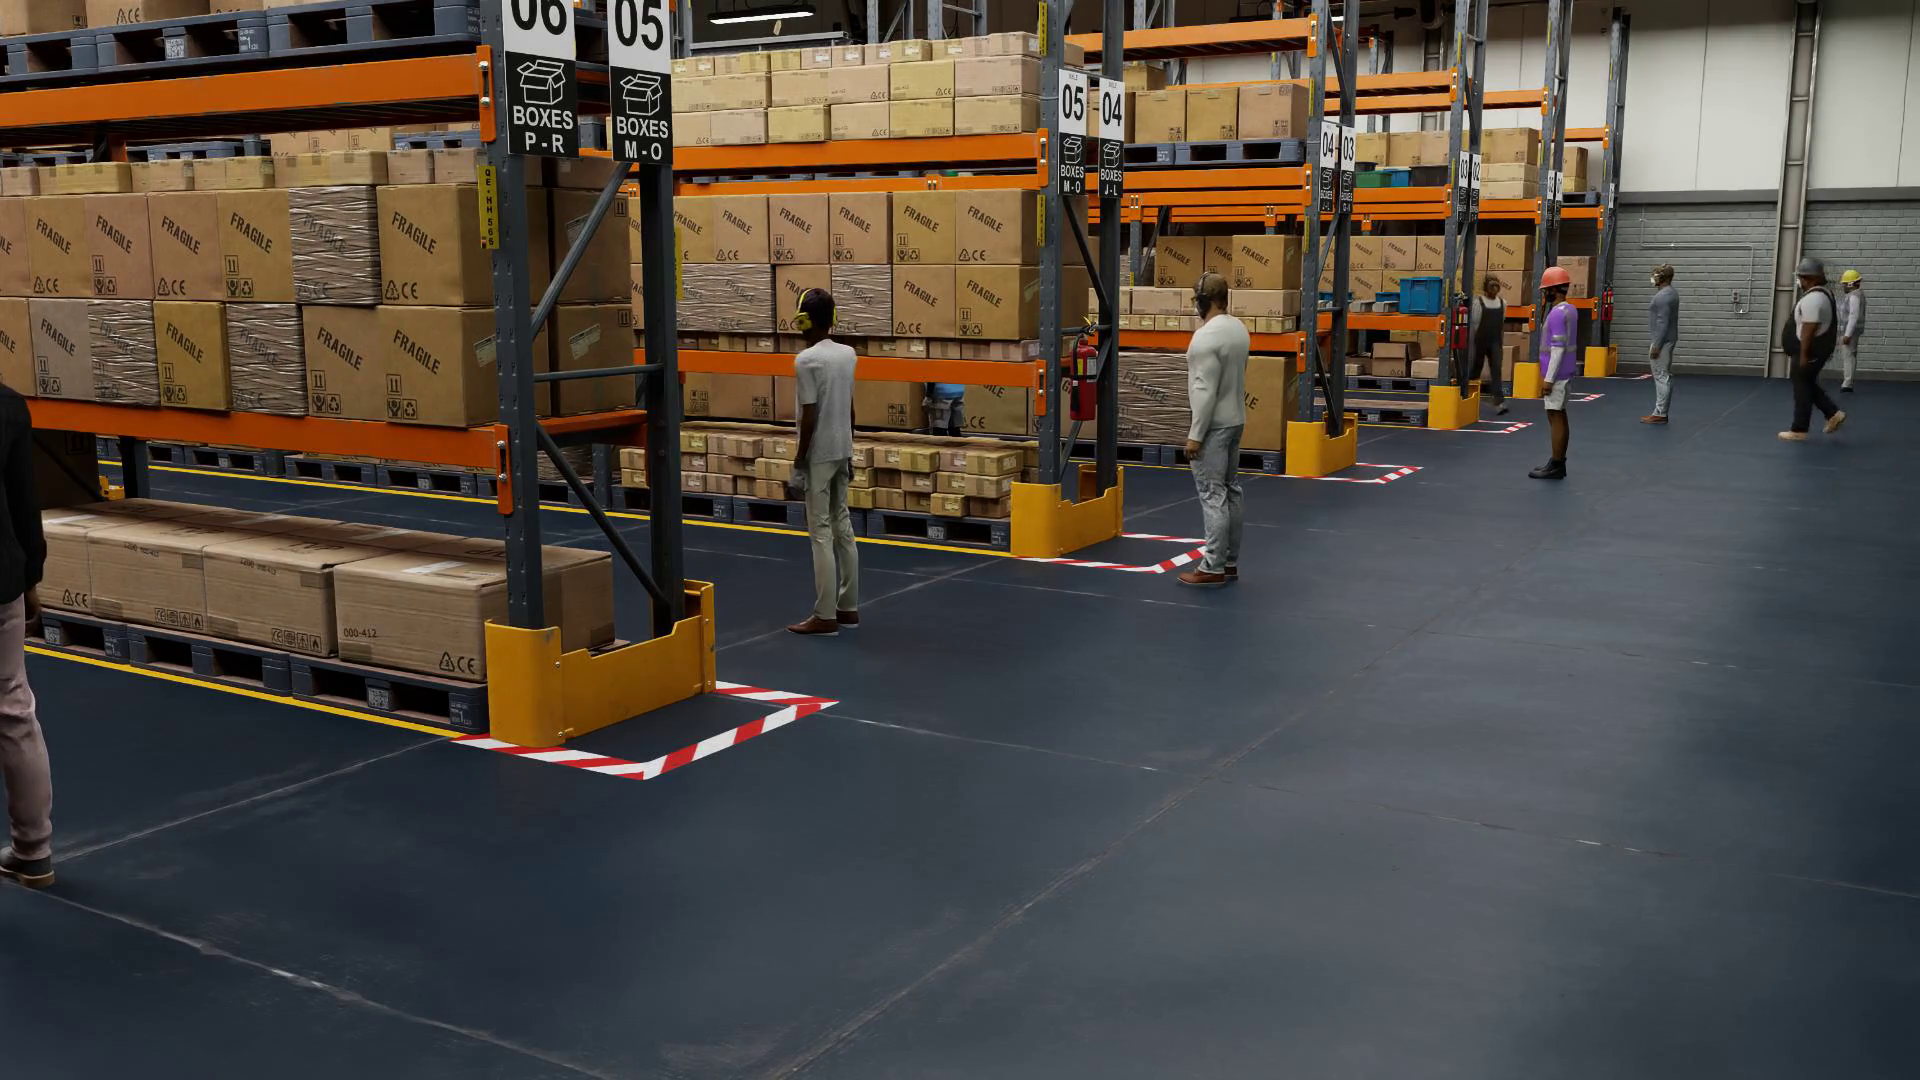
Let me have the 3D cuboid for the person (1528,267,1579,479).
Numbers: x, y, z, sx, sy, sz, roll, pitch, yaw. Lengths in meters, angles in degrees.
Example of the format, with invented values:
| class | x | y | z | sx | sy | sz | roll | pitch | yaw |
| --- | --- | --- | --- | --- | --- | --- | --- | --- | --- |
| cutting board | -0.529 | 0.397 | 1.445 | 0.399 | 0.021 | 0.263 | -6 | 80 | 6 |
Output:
| class | x | y | z | sx | sy | sz | roll | pitch | yaw |
| --- | --- | --- | --- | --- | --- | --- | --- | --- | --- |
| person | 5.420 | -1.516 | 15.187 | 0.374 | 1.928 | 0.542 | 6 | 11 | 30 |

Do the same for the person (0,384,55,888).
| class | x | y | z | sx | sy | sz | roll | pitch | yaw |
| --- | --- | --- | --- | --- | --- | --- | --- | --- | --- |
| person | -3.148 | 0.169 | 5.155 | 0.391 | 1.986 | 0.609 | 6 | 11 | 30 |

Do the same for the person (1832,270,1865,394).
| class | x | y | z | sx | sy | sz | roll | pitch | yaw |
| --- | --- | --- | --- | --- | --- | --- | --- | --- | --- |
| person | 13.145 | -3.071 | 24.600 | 0.403 | 1.823 | 0.586 | 6 | 11 | 30 |

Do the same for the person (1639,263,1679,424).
| class | x | y | z | sx | sy | sz | roll | pitch | yaw |
| --- | --- | --- | --- | --- | --- | --- | --- | --- | --- |
| person | 8.503 | -2.373 | 20.172 | 0.370 | 1.940 | 0.627 | 6 | 11 | 30 |

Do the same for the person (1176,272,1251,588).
| class | x | y | z | sx | sy | sz | roll | pitch | yaw |
| --- | --- | --- | --- | --- | --- | --- | --- | --- | --- |
| person | 1.560 | -0.670 | 10.223 | 0.370 | 1.934 | 0.627 | 6 | 11 | 30 |

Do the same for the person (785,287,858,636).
| class | x | y | z | sx | sy | sz | roll | pitch | yaw |
| --- | --- | --- | --- | --- | --- | --- | --- | --- | --- |
| person | -0.742 | -0.415 | 8.932 | 0.326 | 1.865 | 0.518 | 6 | 11 | 30 |

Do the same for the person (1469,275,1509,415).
| class | x | y | z | sx | sy | sz | roll | pitch | yaw |
| --- | --- | --- | --- | --- | --- | --- | --- | --- | --- |
| person | 6.795 | -2.511 | 21.421 | 0.532 | 1.791 | 0.989 | -1 | 10 | -7 |

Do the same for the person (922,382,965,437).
| class | x | y | z | sx | sy | sz | roll | pitch | yaw |
| --- | --- | --- | --- | --- | --- | --- | --- | --- | --- |
| person | -0.143 | -1.230 | 14.190 | 0.321 | 1.697 | 0.529 | 6 | 11 | 30 |

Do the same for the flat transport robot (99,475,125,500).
| class | x | y | z | sx | sy | sz | roll | pitch | yaw |
| --- | --- | --- | --- | --- | --- | --- | --- | --- | --- |
| flat transport robot | -7.510 | -0.375 | 13.355 | 0.652 | 0.197 | 1.431 | 6 | 11 | 30 |

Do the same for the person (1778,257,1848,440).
| class | x | y | z | sx | sy | sz | roll | pitch | yaw |
| --- | --- | --- | --- | --- | --- | --- | --- | --- | --- |
| person | 9.373 | -2.103 | 18.297 | 0.630 | 2.000 | 0.708 | 8 | 13 | 40 |
